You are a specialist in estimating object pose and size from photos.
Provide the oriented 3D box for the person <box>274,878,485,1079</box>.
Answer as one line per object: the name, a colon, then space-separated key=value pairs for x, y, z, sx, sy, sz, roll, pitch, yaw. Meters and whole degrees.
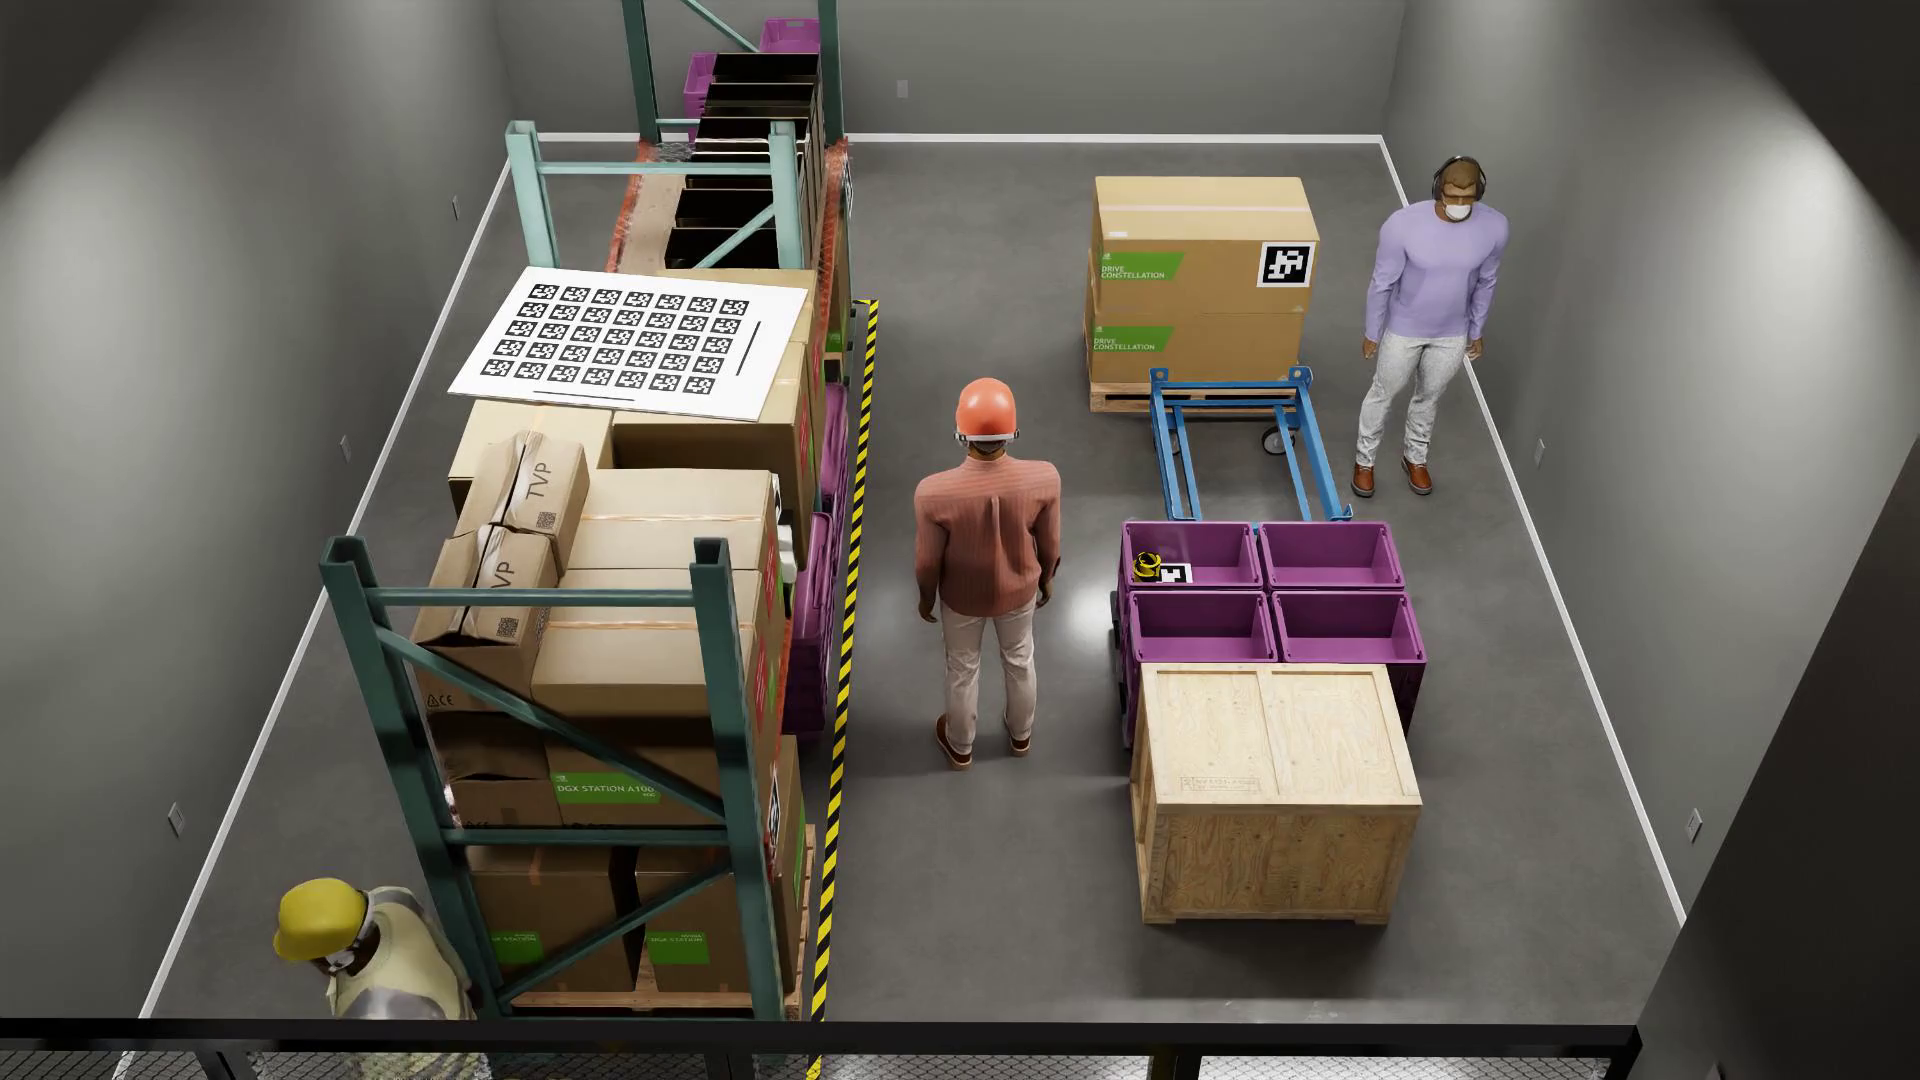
person: x=-1.753 y=1.660 z=5.330 sx=0.479 sy=1.804 sz=0.603 roll=-13 pitch=43 yaw=-14

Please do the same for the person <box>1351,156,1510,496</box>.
person: x=2.325 y=-1.055 z=8.316 sx=0.635 sy=1.937 sz=0.353 roll=-1 pitch=41 yaw=-2

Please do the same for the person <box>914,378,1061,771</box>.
person: x=0.110 y=0.175 z=6.872 sx=0.609 sy=1.995 sz=0.375 roll=-9 pitch=42 yaw=-11
